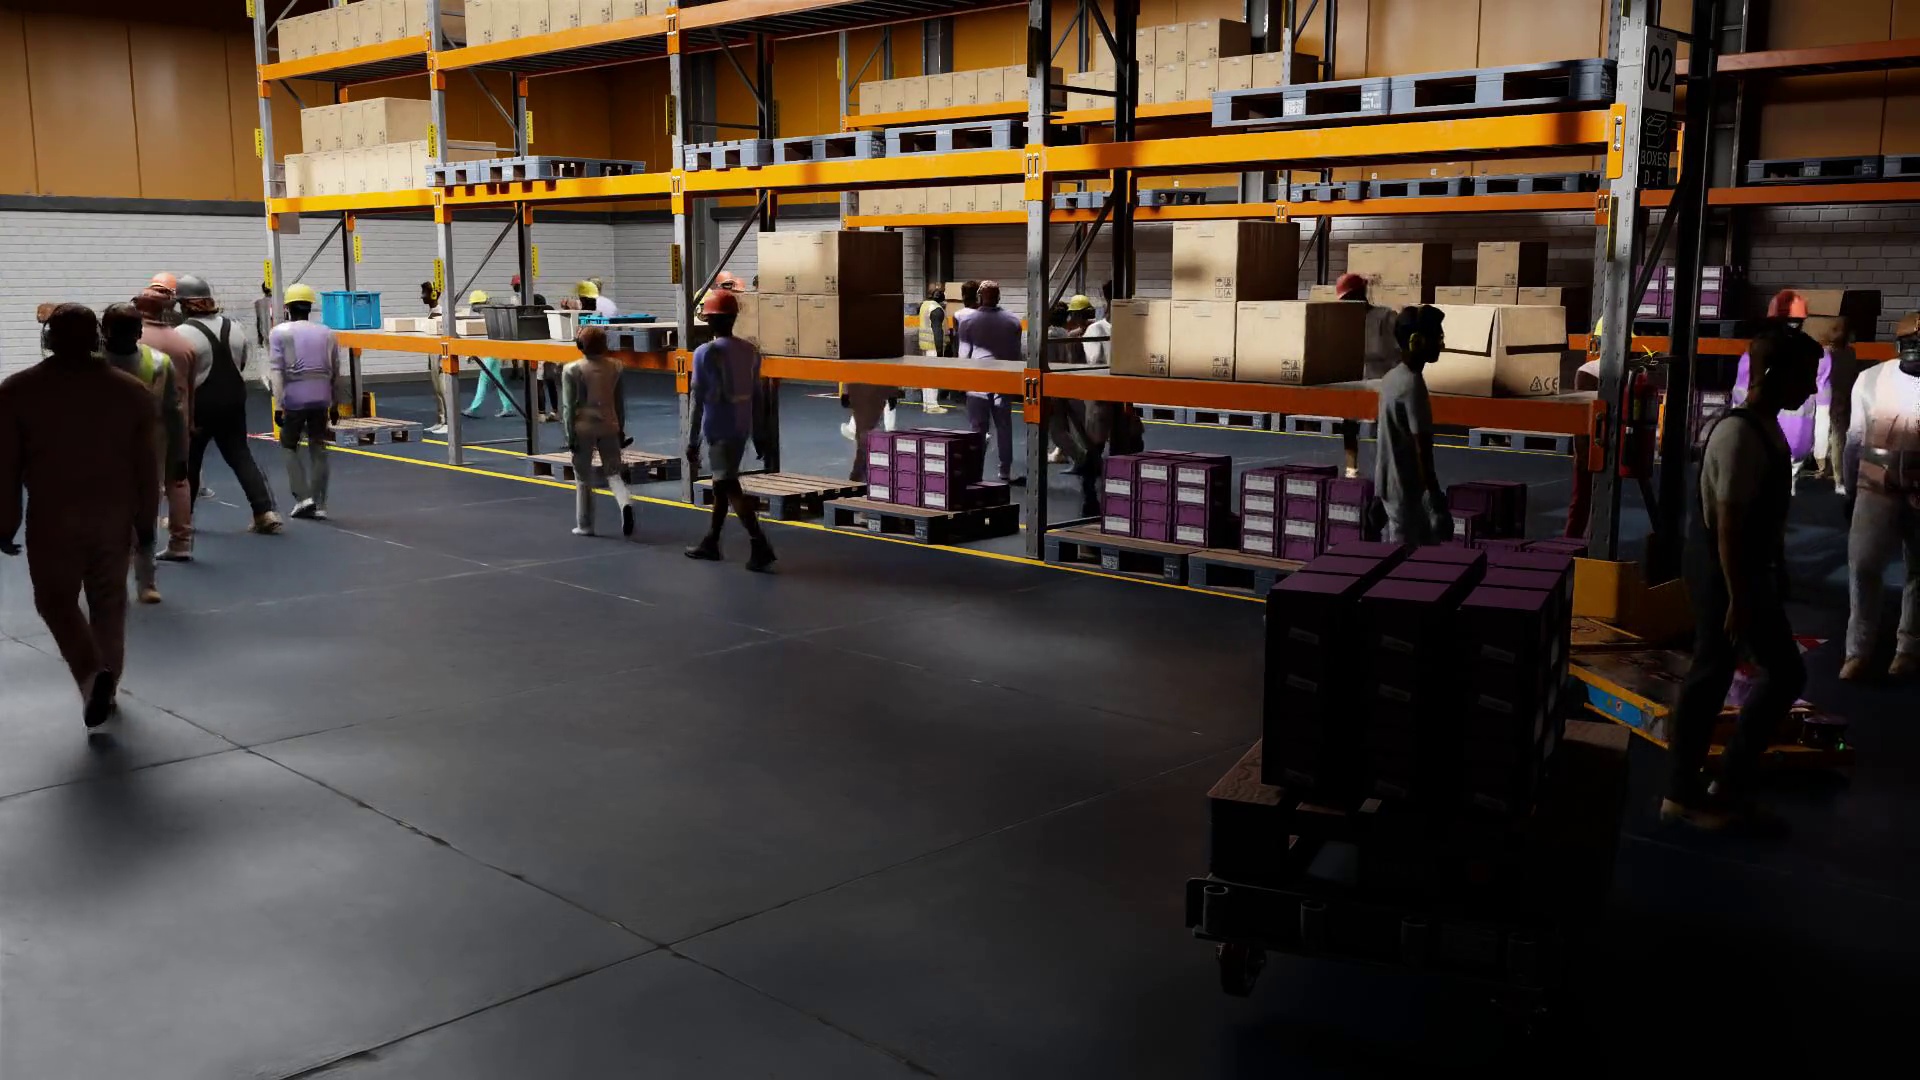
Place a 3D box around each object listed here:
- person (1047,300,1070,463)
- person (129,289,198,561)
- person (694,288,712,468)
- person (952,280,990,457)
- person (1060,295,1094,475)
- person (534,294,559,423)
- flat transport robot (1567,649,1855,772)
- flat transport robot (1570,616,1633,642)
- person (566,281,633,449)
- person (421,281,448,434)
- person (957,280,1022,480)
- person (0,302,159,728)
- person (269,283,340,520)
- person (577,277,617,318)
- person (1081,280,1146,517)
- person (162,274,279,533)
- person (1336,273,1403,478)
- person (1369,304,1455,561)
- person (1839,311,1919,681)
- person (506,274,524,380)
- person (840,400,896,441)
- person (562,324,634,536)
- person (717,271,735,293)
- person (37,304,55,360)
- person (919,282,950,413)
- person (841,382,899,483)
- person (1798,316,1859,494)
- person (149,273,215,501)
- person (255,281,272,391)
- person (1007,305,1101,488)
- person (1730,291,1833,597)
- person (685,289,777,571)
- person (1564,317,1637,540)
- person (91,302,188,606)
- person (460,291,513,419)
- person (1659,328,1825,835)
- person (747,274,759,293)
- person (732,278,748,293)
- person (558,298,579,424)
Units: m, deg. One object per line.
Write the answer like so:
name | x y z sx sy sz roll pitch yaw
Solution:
person | 1.026 -1.646 17.356 0.319 1.697 0.532 1 9 4
person | -5.654 -0.790 11.563 0.804 1.872 0.671 5 11 29
person | -2.575 -1.645 16.920 0.600 1.836 0.404 -6 11 -31
person | 0.162 -1.829 17.847 0.620 1.899 0.455 -7 11 -36
person | 1.181 -1.526 16.407 0.312 1.767 0.533 6 11 32
person | -5.503 -2.379 21.839 0.319 1.698 0.539 5 11 29
flat transport robot | 3.155 0.709 7.277 0.652 0.197 1.431 -1 9 -7
flat transport robot | 2.729 0.550 8.253 1.431 0.197 0.652 -2 9 -10
person | -4.079 -1.912 18.434 0.983 1.874 0.613 8 12 41
person | -6.434 -2.237 20.455 0.309 1.868 0.534 -6 11 -33
person | 0.268 -1.511 15.876 0.641 1.912 0.407 -3 10 -20
person | -3.901 -0.114 7.412 0.653 1.882 0.749 -8 12 -41
person | -5.292 -1.114 13.446 0.477 1.900 0.631 8 12 41
person | -4.902 -2.544 22.190 0.648 1.911 0.737 -8 12 -40
person | 1.268 -1.108 13.305 0.605 1.938 0.744 -9 13 -43
person | -5.699 -1.053 12.666 1.029 2.000 0.695 5 11 29
person | 3.674 -1.377 14.856 0.738 1.988 0.392 4 10 24
person | 2.211 -0.192 7.965 0.559 1.853 0.525 2 9 10
person | 4.587 -0.193 8.067 0.642 1.808 0.784 8 12 39
person | -7.987 -3.838 30.124 0.632 1.919 0.552 6 11 35
person | -1.025 -2.025 19.229 0.601 1.835 0.974 -7 11 -35
person | -2.703 -0.805 12.427 0.521 1.617 0.646 -6 11 -34
person | -3.181 -2.683 22.808 0.398 1.989 0.621 9 13 44
person | -11.375 -2.157 20.811 0.866 1.580 0.526 0 9 1
person | -0.352 -2.687 23.343 0.431 1.836 0.619 -3 10 -18
person | -0.760 -1.383 15.252 0.822 1.869 0.676 9 13 43
person | 7.880 -1.225 15.042 0.514 1.608 0.695 -7 12 -38
person | -6.870 -1.326 14.512 0.610 1.986 0.393 0 9 -1
person | -11.355 -3.354 27.368 0.543 1.851 0.757 2 10 14
person | 0.904 -1.345 15.295 0.876 1.784 0.636 1 9 8
person | 5.133 -0.616 10.472 0.563 1.886 0.986 1 9 8
person | -1.553 -0.746 11.244 0.971 1.899 0.557 8 12 40
person | 4.031 -0.545 10.393 0.530 1.767 0.328 -6 11 -32
person | -4.963 -0.501 9.948 0.654 1.821 0.490 -7 12 -38
person | -6.427 -2.480 22.391 0.885 1.716 0.569 -6 11 -35
person | 2.777 0.169 5.850 0.560 1.813 0.568 7 12 36
person | -3.472 -3.659 28.958 0.636 1.938 0.358 -4 10 -21
person | -3.271 -2.916 24.606 0.566 1.885 1.012 -8 12 -39
person | -5.066 -2.335 21.761 0.307 1.636 0.525 4 10 22
